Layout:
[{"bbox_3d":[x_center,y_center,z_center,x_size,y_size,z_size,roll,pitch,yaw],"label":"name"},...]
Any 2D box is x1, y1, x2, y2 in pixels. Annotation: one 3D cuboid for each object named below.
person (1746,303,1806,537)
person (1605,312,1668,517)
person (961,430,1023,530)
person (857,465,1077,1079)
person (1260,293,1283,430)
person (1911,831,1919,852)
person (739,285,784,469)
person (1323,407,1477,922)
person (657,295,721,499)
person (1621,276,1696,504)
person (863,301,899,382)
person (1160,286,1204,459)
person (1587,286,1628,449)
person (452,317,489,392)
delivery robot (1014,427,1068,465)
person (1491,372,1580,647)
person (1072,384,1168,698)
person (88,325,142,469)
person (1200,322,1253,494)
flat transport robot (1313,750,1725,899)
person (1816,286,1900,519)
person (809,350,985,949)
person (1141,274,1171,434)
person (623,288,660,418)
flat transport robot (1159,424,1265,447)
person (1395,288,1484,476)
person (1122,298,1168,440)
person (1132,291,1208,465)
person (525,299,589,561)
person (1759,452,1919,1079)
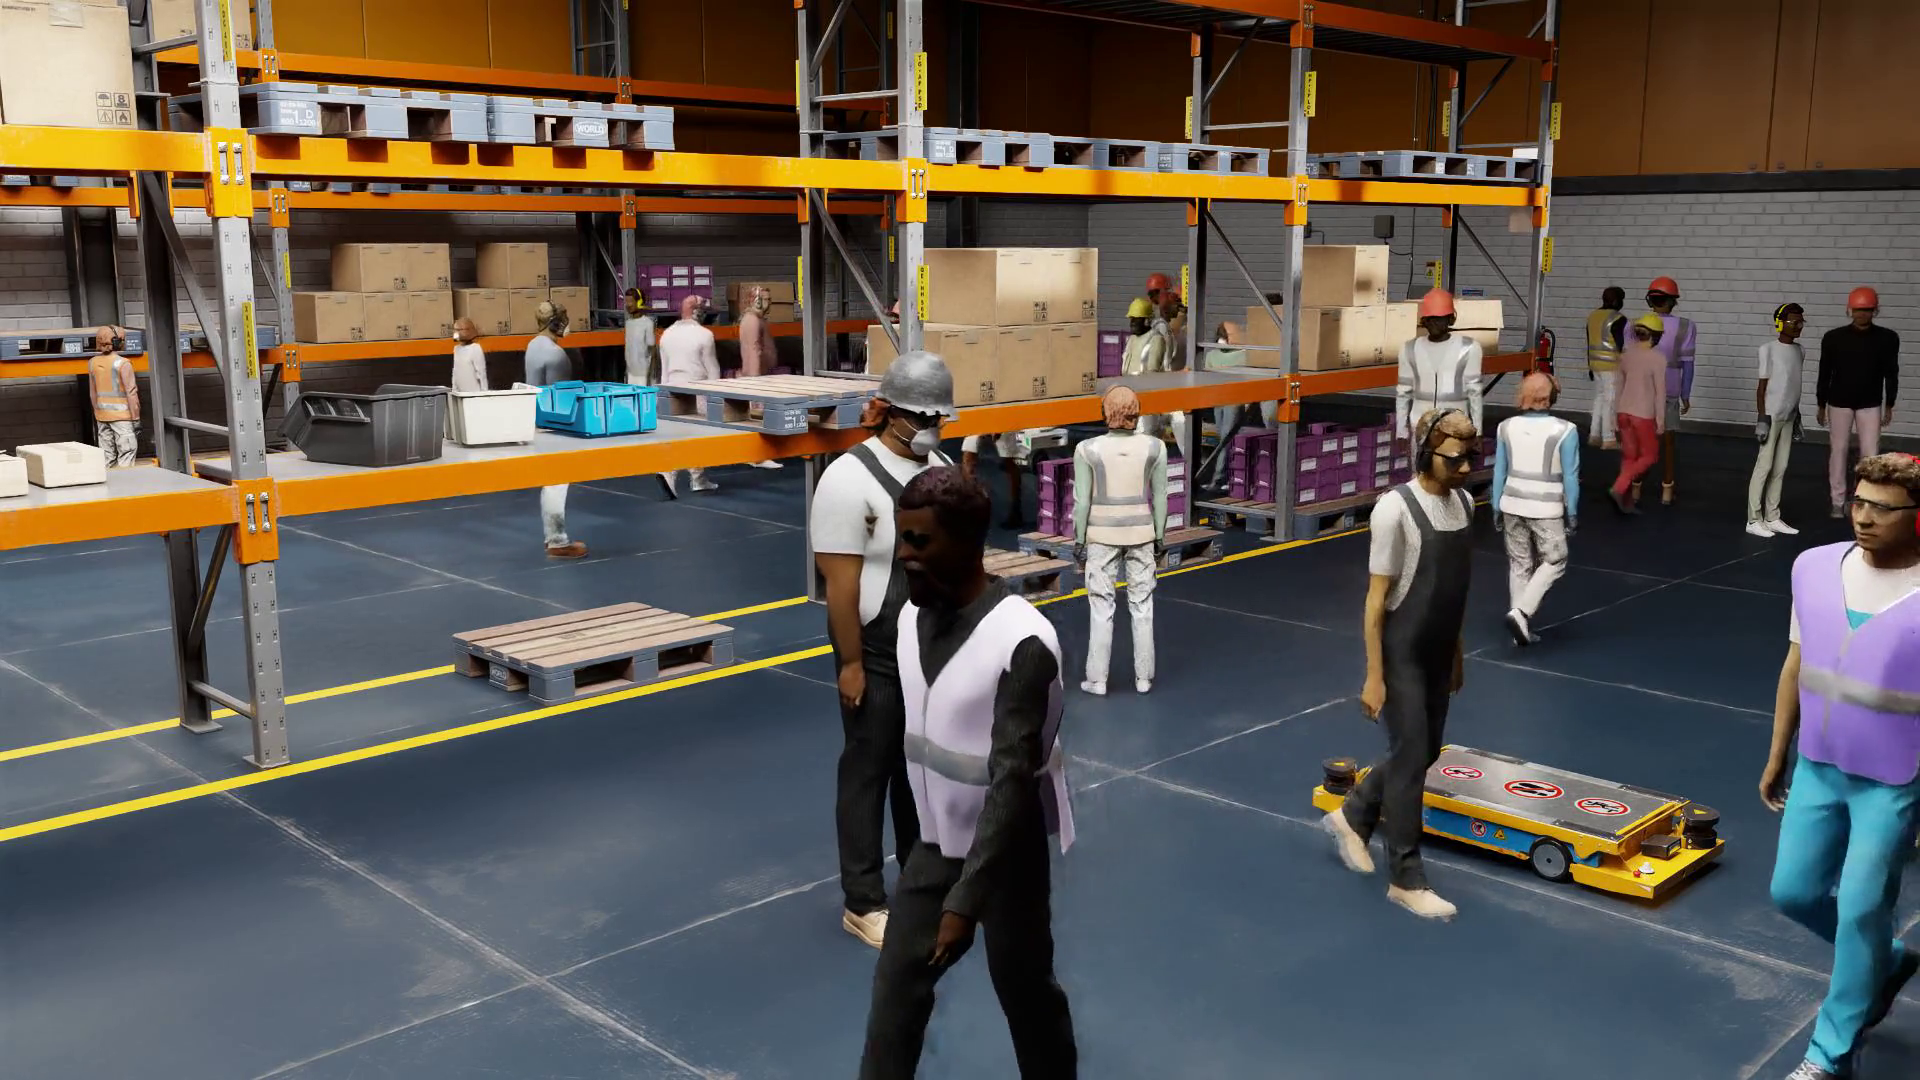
[{"bbox_3d":[6.588,-0.961,13.353,0.513,1.872,0.328,-6,12,-28],"label":"person"},{"bbox_3d":[5.733,-1.049,14.116,0.518,1.752,0.559,-4,11,-21],"label":"person"},{"bbox_3d":[0.190,-0.982,13.412,0.979,1.877,0.579,-10,14,-43],"label":"person"},{"bbox_3d":[-0.053,0.767,3.927,0.939,1.873,0.592,-8,13,-36],"label":"person"},{"bbox_3d":[3.132,-1.589,16.893,0.577,1.821,0.663,-6,12,-32],"label":"person"},{"bbox_3d":[3.747,0.468,6.076,0.543,1.676,0.602,0,10,2],"label":"person"},{"bbox_3d":[-2.038,-1.653,17.040,0.427,1.895,0.667,-1,10,-6],"label":"person"},{"bbox_3d":[1.607,0.417,6.019,0.547,1.848,0.594,-8,13,-38],"label":"person"},{"bbox_3d":[-2.514,-1.323,15.339,0.645,1.870,0.851,8,13,36],"label":"person"},{"bbox_3d":[6.247,-1.339,14.946,0.609,2.040,0.395,4,11,22],"label":"person"},{"bbox_3d":[-0.558,-1.069,13.865,0.497,1.898,0.580,-8,13,-38],"label":"person"},{"bbox_3d":[2.286,-1.769,17.739,0.719,1.910,0.556,-10,14,-44],"label":"person"},{"bbox_3d":[7.326,-1.930,18.739,0.467,1.839,0.649,-2,11,-8],"label":"person"},{"bbox_3d":[-4.903,-1.464,16.839,0.805,1.602,0.512,-10,14,-43],"label":"person"},{"bbox_3d":[0.785,-1.013,16.967,0.477,0.478,0.707,9,14,40],"label":"delivery robot"},{"bbox_3d":[3.286,-0.153,9.593,0.460,1.622,0.533,-9,14,-41],"label":"person"},{"bbox_3d":[0.834,0.012,8.672,0.515,1.640,0.307,-2,11,-9],"label":"person"},{"bbox_3d":[-7.260,-1.025,14.327,0.513,1.641,0.309,4,11,22],"label":"person"},{"bbox_3d":[2.429,-1.223,15.534,0.826,1.597,0.520,-9,14,-40],"label":"person"},{"bbox_3d":[2.201,1.069,6.644,0.652,0.197,1.431,-10,14,-44],"label":"flat transport robot"},{"bbox_3d":[7.647,-1.174,14.212,0.616,1.982,0.516,5,12,26],"label":"person"},{"bbox_3d":[-0.154,0.354,5.713,0.536,2.000,0.672,8,13,36],"label":"person"},{"bbox_3d":[2.258,-2.090,19.251,0.909,1.951,0.637,-5,12,-27],"label":"person"},{"bbox_3d":[-3.404,-1.781,17.887,0.602,1.850,0.516,-9,14,-40],"label":"person"},{"bbox_3d":[2.933,-1.176,18.884,0.652,0.197,1.431,-10,15,-44],"label":"flat transport robot"},{"bbox_3d":[3.517,-0.832,12.241,0.645,2.018,0.499,5,12,27],"label":"person"},{"bbox_3d":[1.663,-1.379,15.785,0.679,1.804,0.596,-6,12,-31],"label":"person"},{"bbox_3d":[2.089,-1.684,17.419,1.013,1.839,0.585,2,11,11],"label":"person"},{"bbox_3d":[-2.995,-0.811,12.359,0.412,1.938,0.633,-5,12,-26],"label":"person"},{"bbox_3d":[2.552,0.653,4.646,0.605,1.833,0.580,-5,12,-26],"label":"person"}]
